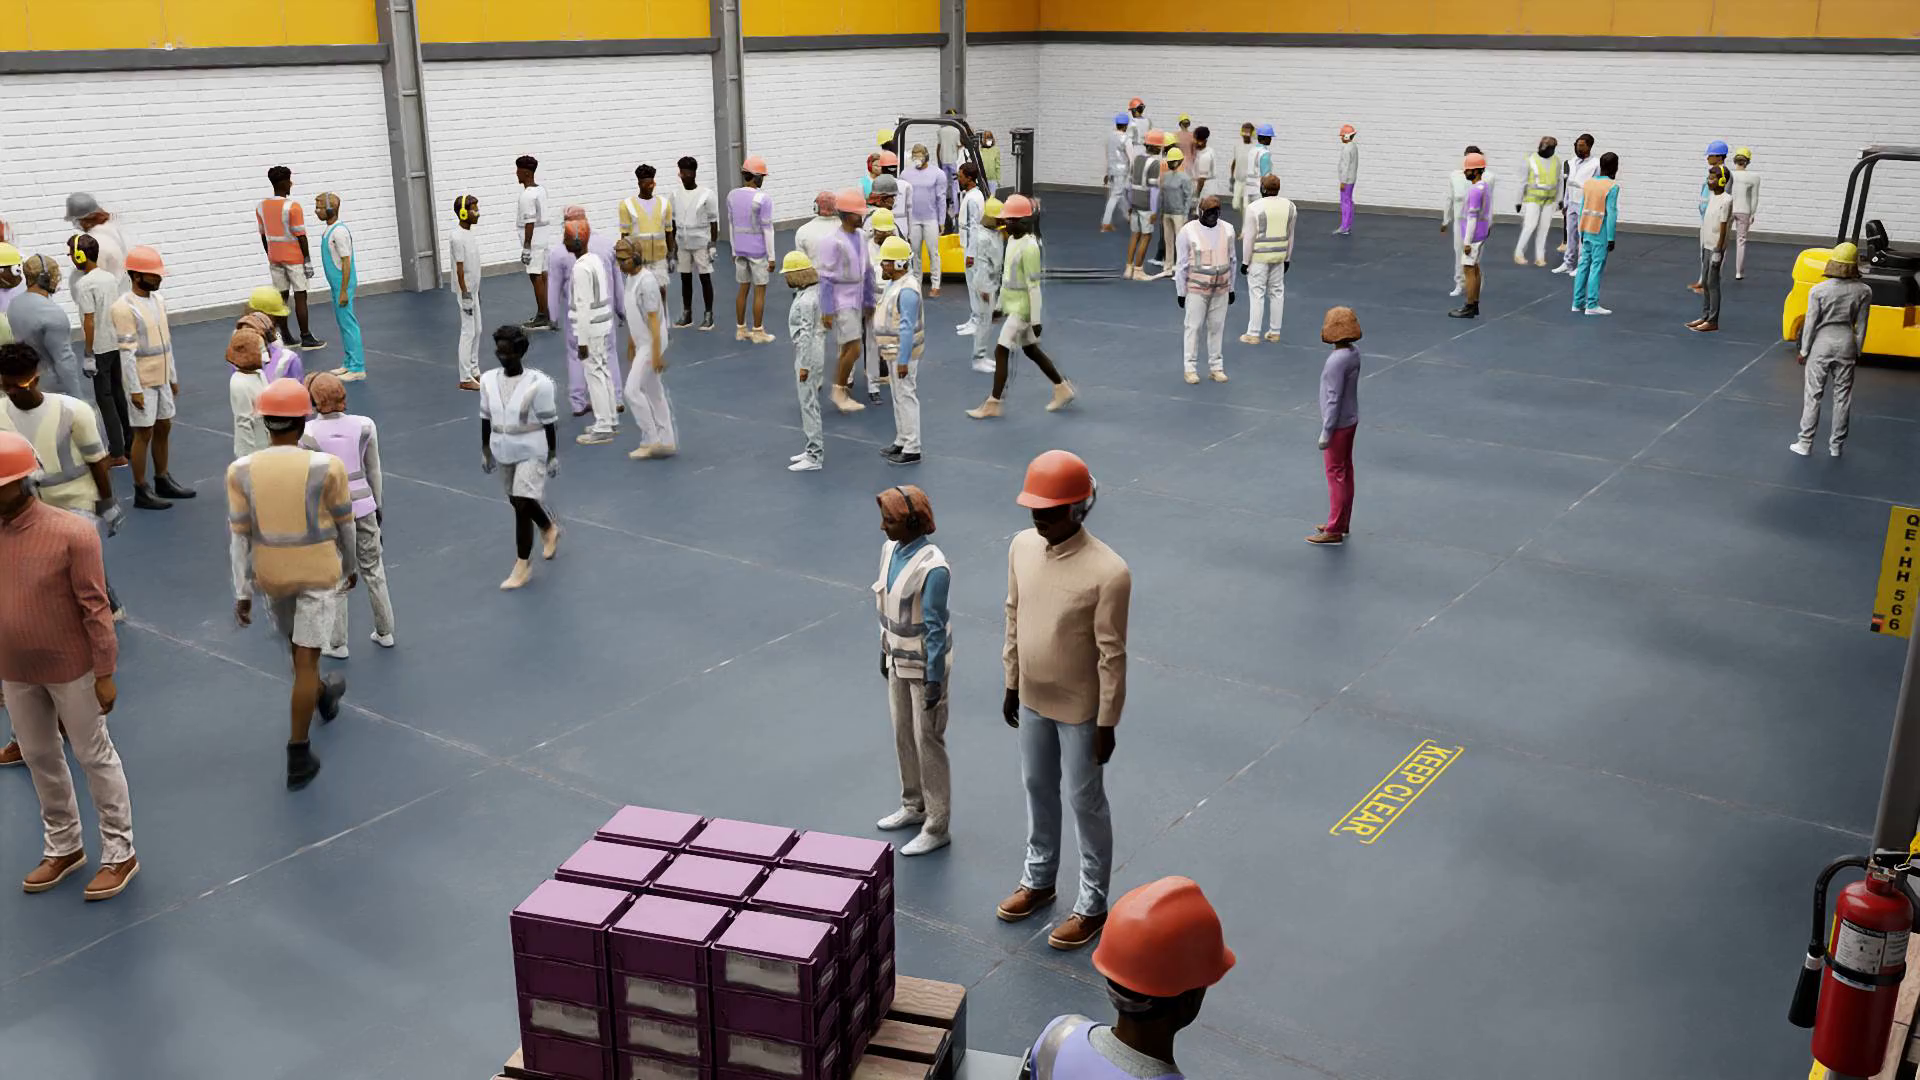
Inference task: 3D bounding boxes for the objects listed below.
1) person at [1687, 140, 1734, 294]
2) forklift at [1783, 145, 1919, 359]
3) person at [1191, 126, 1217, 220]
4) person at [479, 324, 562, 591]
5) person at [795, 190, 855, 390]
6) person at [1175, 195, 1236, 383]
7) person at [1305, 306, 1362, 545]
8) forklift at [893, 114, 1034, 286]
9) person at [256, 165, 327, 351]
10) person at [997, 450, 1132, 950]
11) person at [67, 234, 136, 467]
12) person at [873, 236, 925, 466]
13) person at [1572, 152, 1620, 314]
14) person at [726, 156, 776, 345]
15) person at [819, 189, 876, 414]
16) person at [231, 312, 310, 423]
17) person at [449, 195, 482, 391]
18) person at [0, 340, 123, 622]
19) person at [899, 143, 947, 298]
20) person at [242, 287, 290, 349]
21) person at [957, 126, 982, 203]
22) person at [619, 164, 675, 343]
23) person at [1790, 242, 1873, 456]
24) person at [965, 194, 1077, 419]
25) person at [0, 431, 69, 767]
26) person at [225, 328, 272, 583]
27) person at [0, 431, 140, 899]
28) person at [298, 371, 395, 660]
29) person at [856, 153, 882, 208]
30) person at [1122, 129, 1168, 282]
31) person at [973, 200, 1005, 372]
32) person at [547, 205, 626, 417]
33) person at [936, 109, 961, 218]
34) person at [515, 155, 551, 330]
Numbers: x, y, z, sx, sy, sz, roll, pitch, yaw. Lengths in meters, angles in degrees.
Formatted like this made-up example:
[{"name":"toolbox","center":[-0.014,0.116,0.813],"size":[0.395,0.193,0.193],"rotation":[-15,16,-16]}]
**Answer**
[{"name":"person","center":[9.671,-4.142,21.385],"size":[0.416,1.940,0.615],"rotation":[2,18,5]},{"name":"forklift","center":[9.803,-2.879,17.013],"size":[2.313,2.155,1.214],"rotation":[12,21,33]},{"name":"person","center":[3.565,-5.082,24.334],"size":[0.374,1.937,0.719],"rotation":[4,18,11]},{"name":"person","center":[-2.783,-0.577,10.658],"size":[0.532,1.670,0.783],"rotation":[6,19,19]},{"name":"person","center":[-1.264,-2.390,15.970],"size":[0.646,1.900,0.394],"rotation":[-4,18,-12]},{"name":"person","center":[2.405,-2.446,16.254],"size":[0.635,1.832,0.429],"rotation":[-6,19,-18]},{"name":"person","center":[2.564,-0.775,11.337],"size":[0.283,1.634,0.498],"rotation":[10,20,28]},{"name":"forklift","center":[-0.171,-4.594,22.377],"size":[2.313,2.155,1.214],"rotation":[1,18,3]},{"name":"person","center":[-7.178,-3.010,17.792],"size":[0.604,1.966,0.367],"rotation":[7,19,20]},{"name":"person","center":[0.384,0.613,6.435],"size":[0.399,1.987,0.614],"rotation":[-15,23,-39]},{"name":"person","center":[-6.847,-1.503,13.266],"size":[0.346,1.856,0.530],"rotation":[0,18,-1]},{"name":"person","center":[-0.492,-1.518,13.360],"size":[0.403,1.826,0.595],"rotation":[-4,18,-12]},{"name":"person","center":[7.633,-3.675,19.949],"size":[0.373,1.917,0.594],"rotation":[-5,18,-15]},{"name":"person","center":[-2.243,-3.149,18.131],"size":[0.613,2.031,0.403],"rotation":[12,21,34]},{"name":"person","center":[-0.973,-2.119,14.914],"size":[0.482,2.020,0.612],"rotation":[9,20,26]},{"name":"person","center":[-4.611,-0.727,11.195],"size":[0.528,1.630,0.313],"rotation":[3,18,8]},{"name":"person","center":[-4.700,-2.369,15.965],"size":[0.322,1.861,0.514],"rotation":[0,18,-1]},{"name":"person","center":[-5.031,-0.218,9.255],"size":[0.618,1.871,1.157],"rotation":[0,18,1]},{"name":"person","center":[-0.477,-4.050,21.113],"size":[0.636,1.929,0.374],"rotation":[6,19,17]},{"name":"person","center":[-4.889,-0.937,11.734],"size":[0.557,1.708,0.350],"rotation":[11,21,32]},{"name":"person","center":[0.130,-5.228,24.872],"size":[0.345,1.879,0.578],"rotation":[-9,20,-25]},{"name":"person","center":[-3.387,-3.093,18.073],"size":[0.609,1.958,0.367],"rotation":[-10,20,-28]},{"name":"person","center":[7.115,-1.551,13.587],"size":[0.483,1.745,0.301],"rotation":[3,18,10]},{"name":"person","center":[0.587,-2.079,14.842],"size":[1.037,2.002,0.610],"rotation":[-3,18,-9]},{"name":"person","center":[-4.613,0.134,7.988],"size":[0.397,1.944,0.618],"rotation":[-1,18,-2]},{"name":"person","center":[-4.467,-0.542,10.609],"size":[0.280,1.632,0.501],"rotation":[-3,18,-8]},{"name":"person","center":[-3.723,0.513,6.753],"size":[0.617,1.983,0.411],"rotation":[2,18,7]},{"name":"person","center":[-3.480,-0.138,9.357],"size":[0.513,1.630,0.318],"rotation":[-15,23,-39]},{"name":"person","center":[-1.063,-3.863,20.654],"size":[0.375,1.843,0.575],"rotation":[13,22,35]},{"name":"person","center":[2.474,-4.486,22.323],"size":[0.516,2.018,0.671],"rotation":[-8,19,-23]},{"name":"person","center":[0.301,-2.565,16.796],"size":[0.429,1.721,0.493],"rotation":[7,19,20]},{"name":"person","center":[-3.341,-2.050,14.929],"size":[0.724,1.890,0.403],"rotation":[-11,21,-30]},{"name":"person","center":[-0.172,-6.566,29.082],"size":[0.512,1.866,0.330],"rotation":[9,20,27]},{"name":"person","center":[-4.870,-3.396,18.999],"size":[0.366,1.965,0.607],"rotation":[1,18,3]}]
